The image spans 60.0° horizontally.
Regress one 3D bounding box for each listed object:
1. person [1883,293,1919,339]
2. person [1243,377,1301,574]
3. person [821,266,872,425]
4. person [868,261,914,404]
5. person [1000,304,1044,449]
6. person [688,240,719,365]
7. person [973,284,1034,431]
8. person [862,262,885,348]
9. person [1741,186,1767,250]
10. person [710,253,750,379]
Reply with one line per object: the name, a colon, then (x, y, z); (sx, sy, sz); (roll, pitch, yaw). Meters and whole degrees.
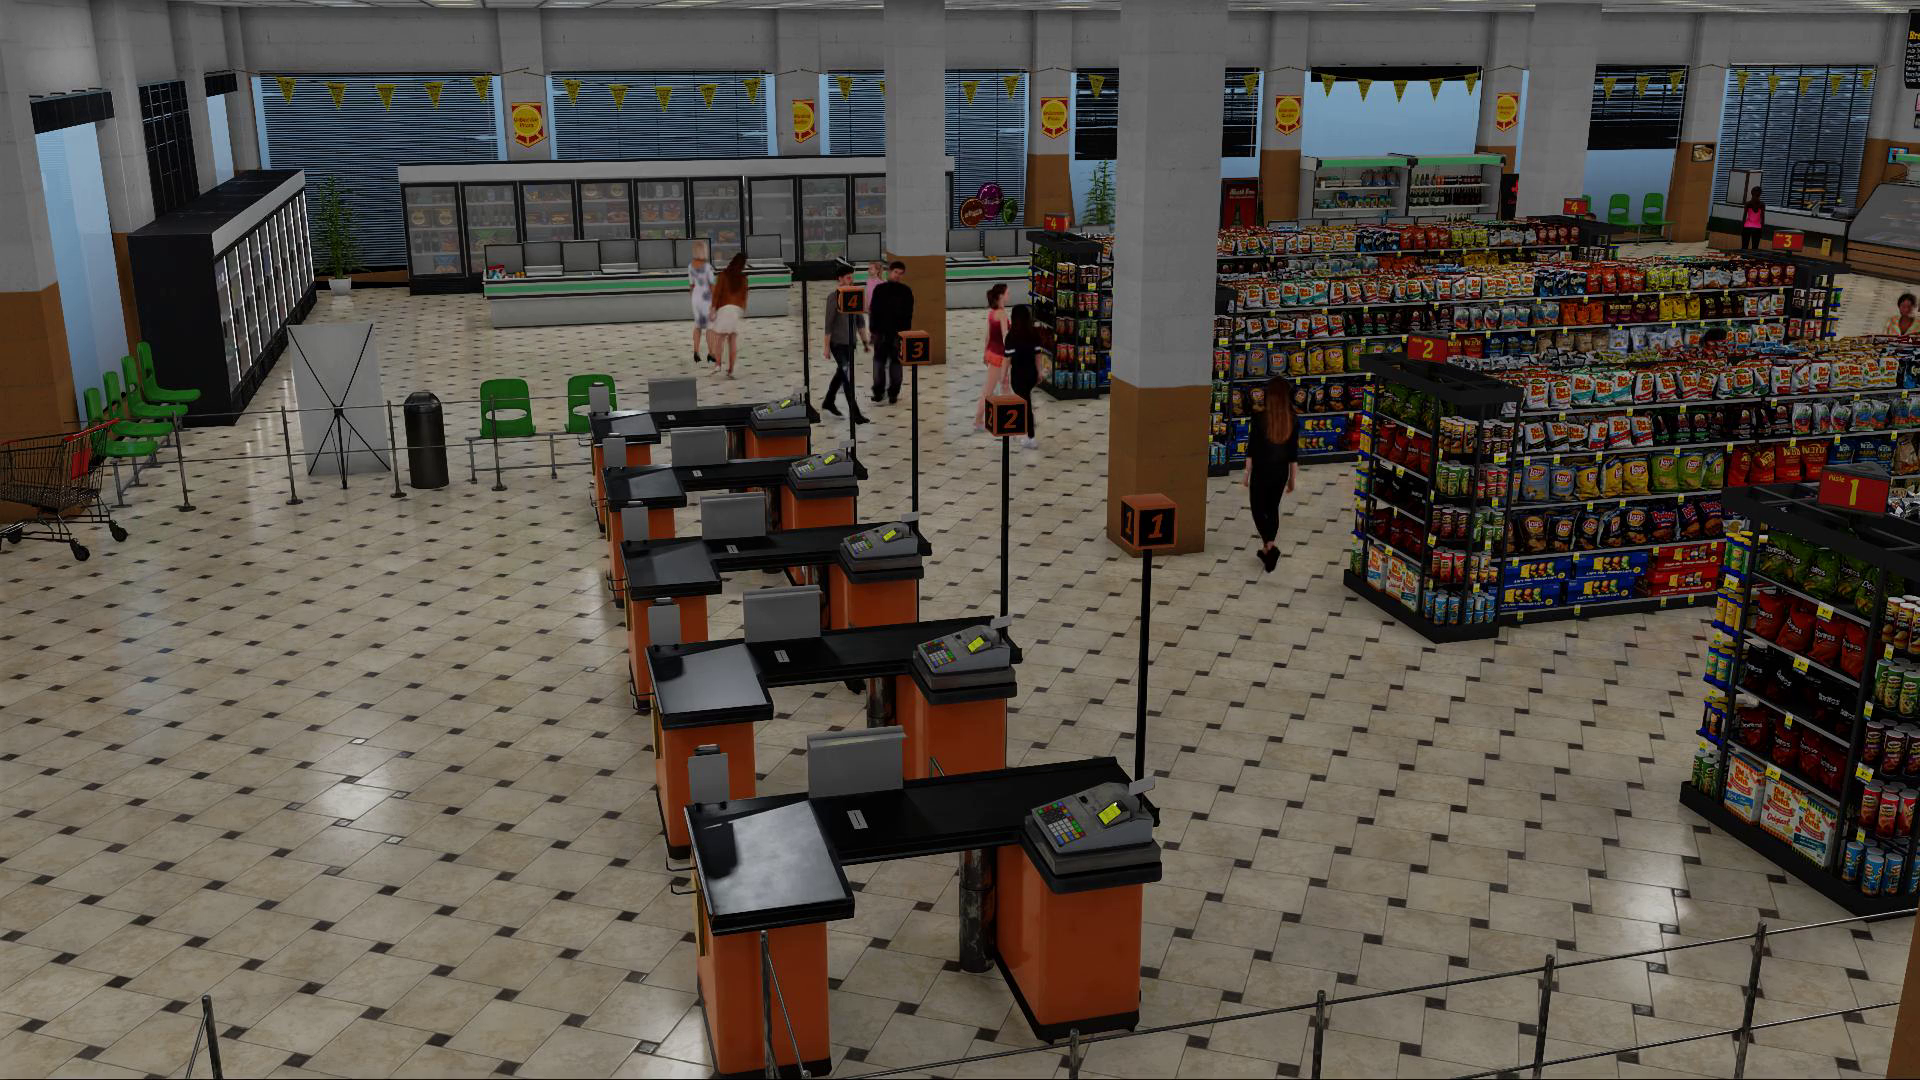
person: (10.546, -1.896, 18.741); (0.882, 1.779, 0.938); (8, 18, 23)
person: (2.703, -0.540, 14.421); (0.957, 1.694, 0.754); (-2, 17, -6)
person: (-1.463, -2.354, 20.104); (1.183, 1.863, 1.266); (15, 23, 41)
person: (-0.886, -2.613, 21.047); (0.787, 1.811, 0.924); (7, 18, 22)
person: (0.760, -1.827, 18.793); (0.908, 1.617, 0.848); (-11, 20, -32)
person: (-3.670, -3.390, 23.715); (0.638, 1.748, 0.716); (8, 18, 23)
person: (0.355, -2.136, 19.641); (1.095, 1.715, 0.659); (-7, 18, -22)
person: (-1.292, -3.575, 25.147); (0.603, 1.271, 0.562); (-14, 22, -39)
person: (15.480, -6.046, 32.505); (0.659, 1.723, 0.713); (11, 20, 33)
person: (-3.143, -3.052, 22.726); (0.534, 1.676, 0.772); (-9, 19, -26)
